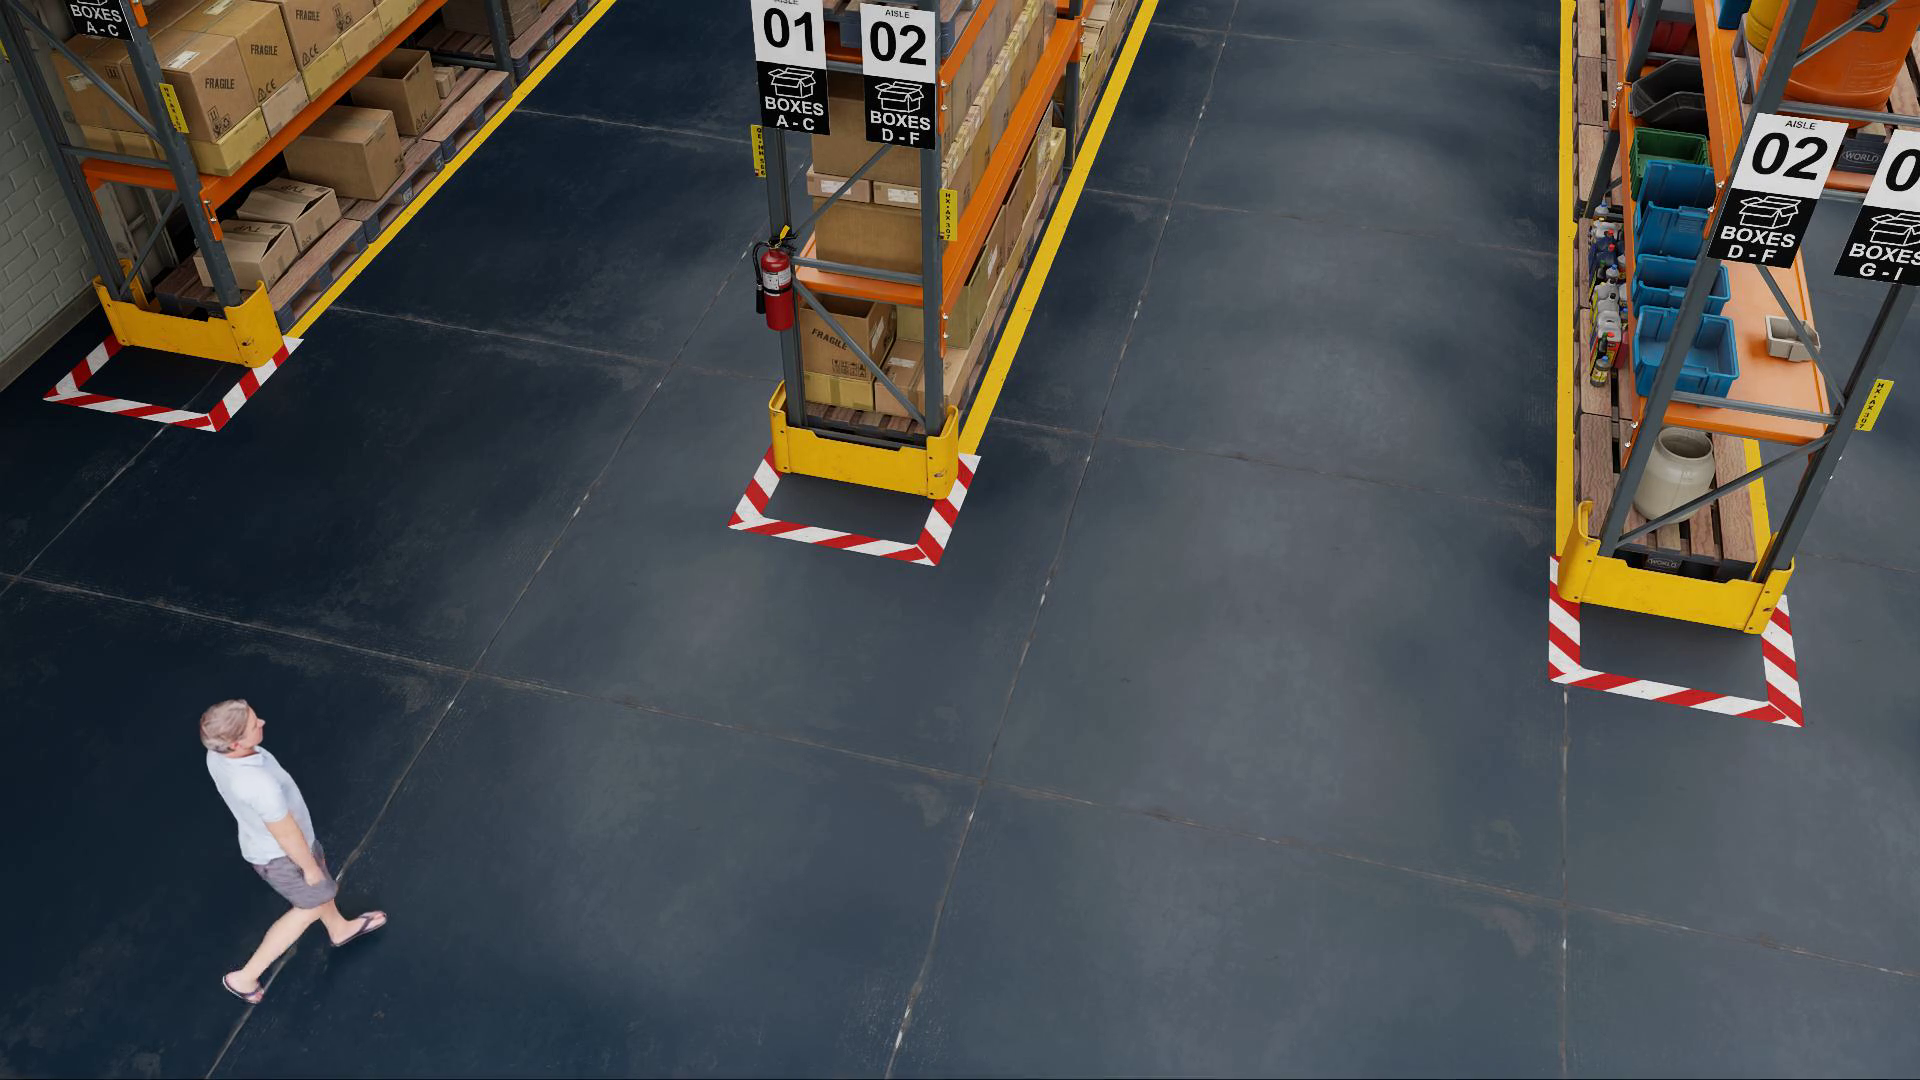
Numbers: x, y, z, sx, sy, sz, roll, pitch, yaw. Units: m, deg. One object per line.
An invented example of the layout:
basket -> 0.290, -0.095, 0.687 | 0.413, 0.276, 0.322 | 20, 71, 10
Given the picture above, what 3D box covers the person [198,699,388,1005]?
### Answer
person -> -3.120, 1.398, 7.419 | 1.116, 1.809, 0.992 | -30, 51, -28
